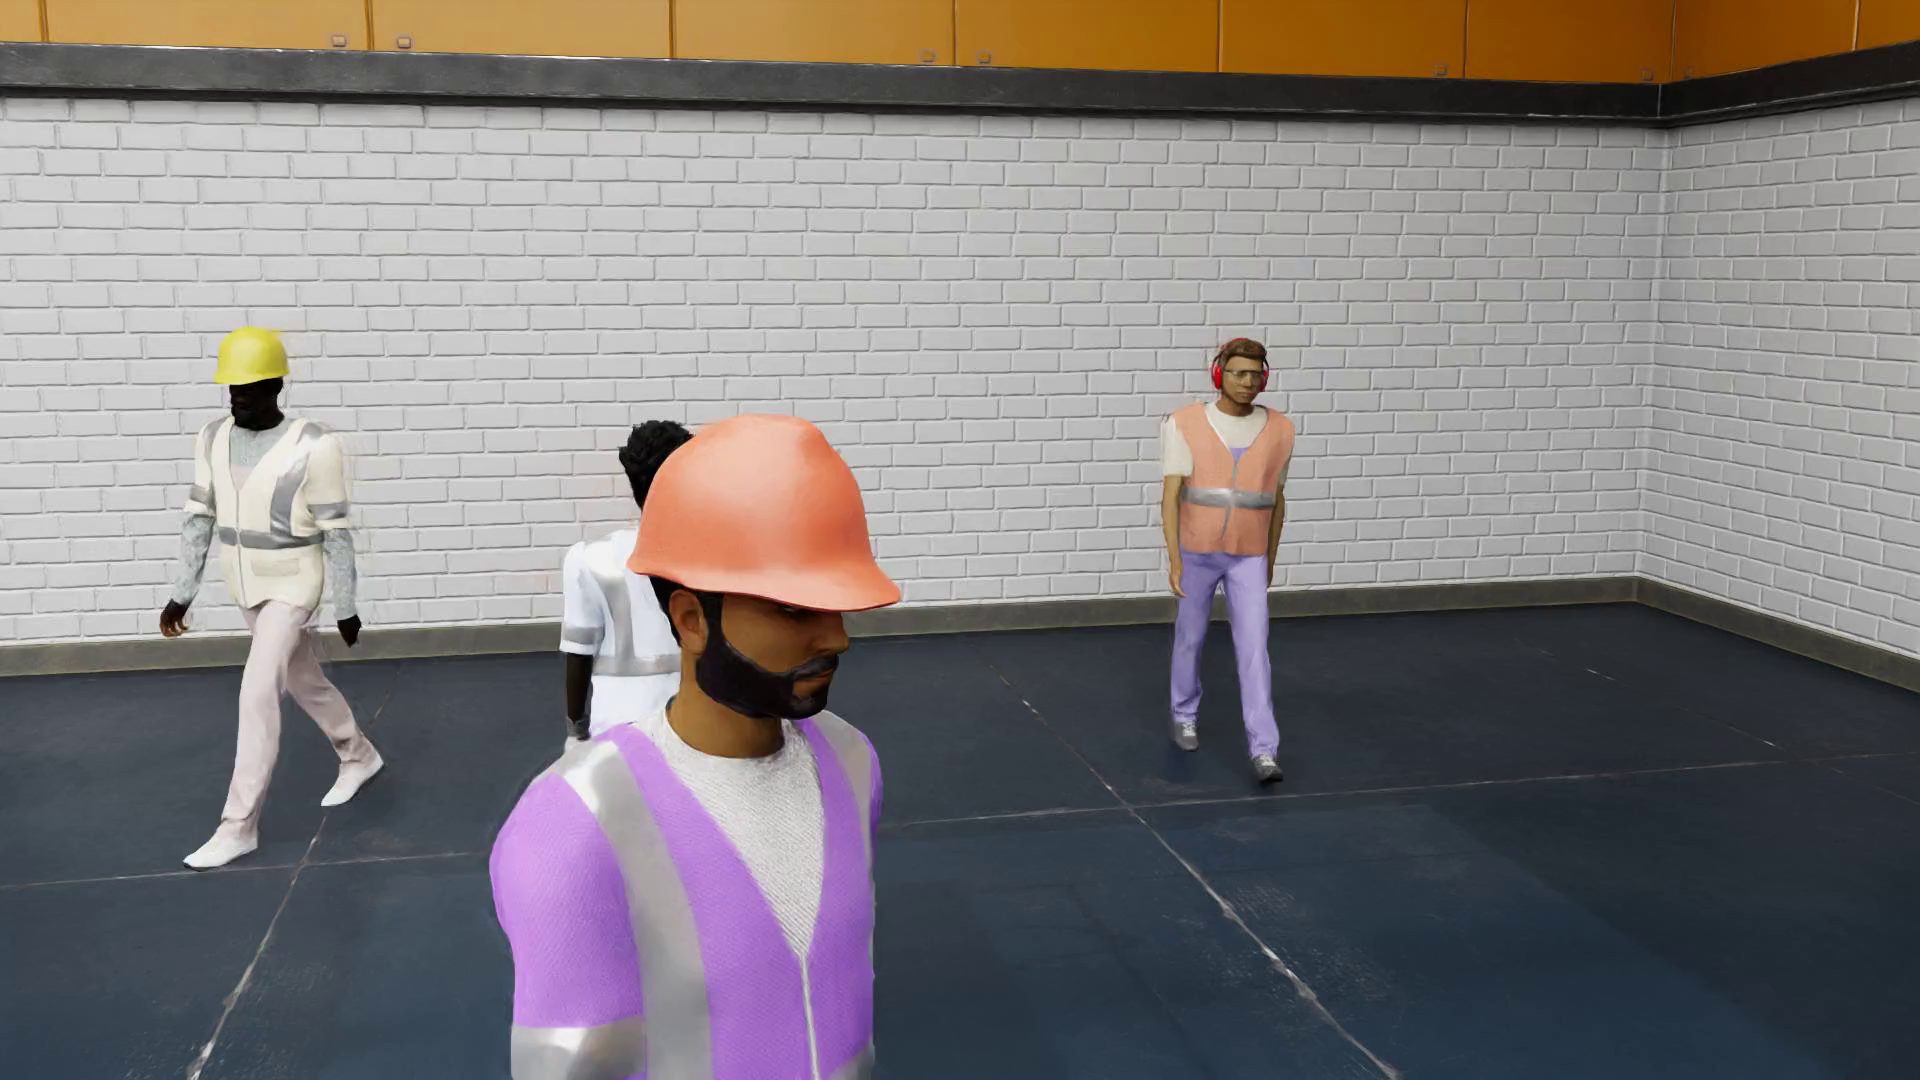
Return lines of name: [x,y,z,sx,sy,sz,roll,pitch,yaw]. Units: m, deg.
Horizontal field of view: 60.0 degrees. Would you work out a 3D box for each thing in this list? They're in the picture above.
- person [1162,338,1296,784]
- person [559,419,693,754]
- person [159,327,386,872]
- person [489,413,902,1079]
person: [1.091,0.069,6.831,0.574,1.788,1.000,-1,9,-4]
person: [-0.759,0.522,4.404,0.536,1.672,0.648,-5,11,-28]
person: [-2.459,0.157,6.051,0.592,1.876,1.015,4,10,25]
person: [-0.286,0.820,1.912,0.607,1.950,0.559,7,12,38]
